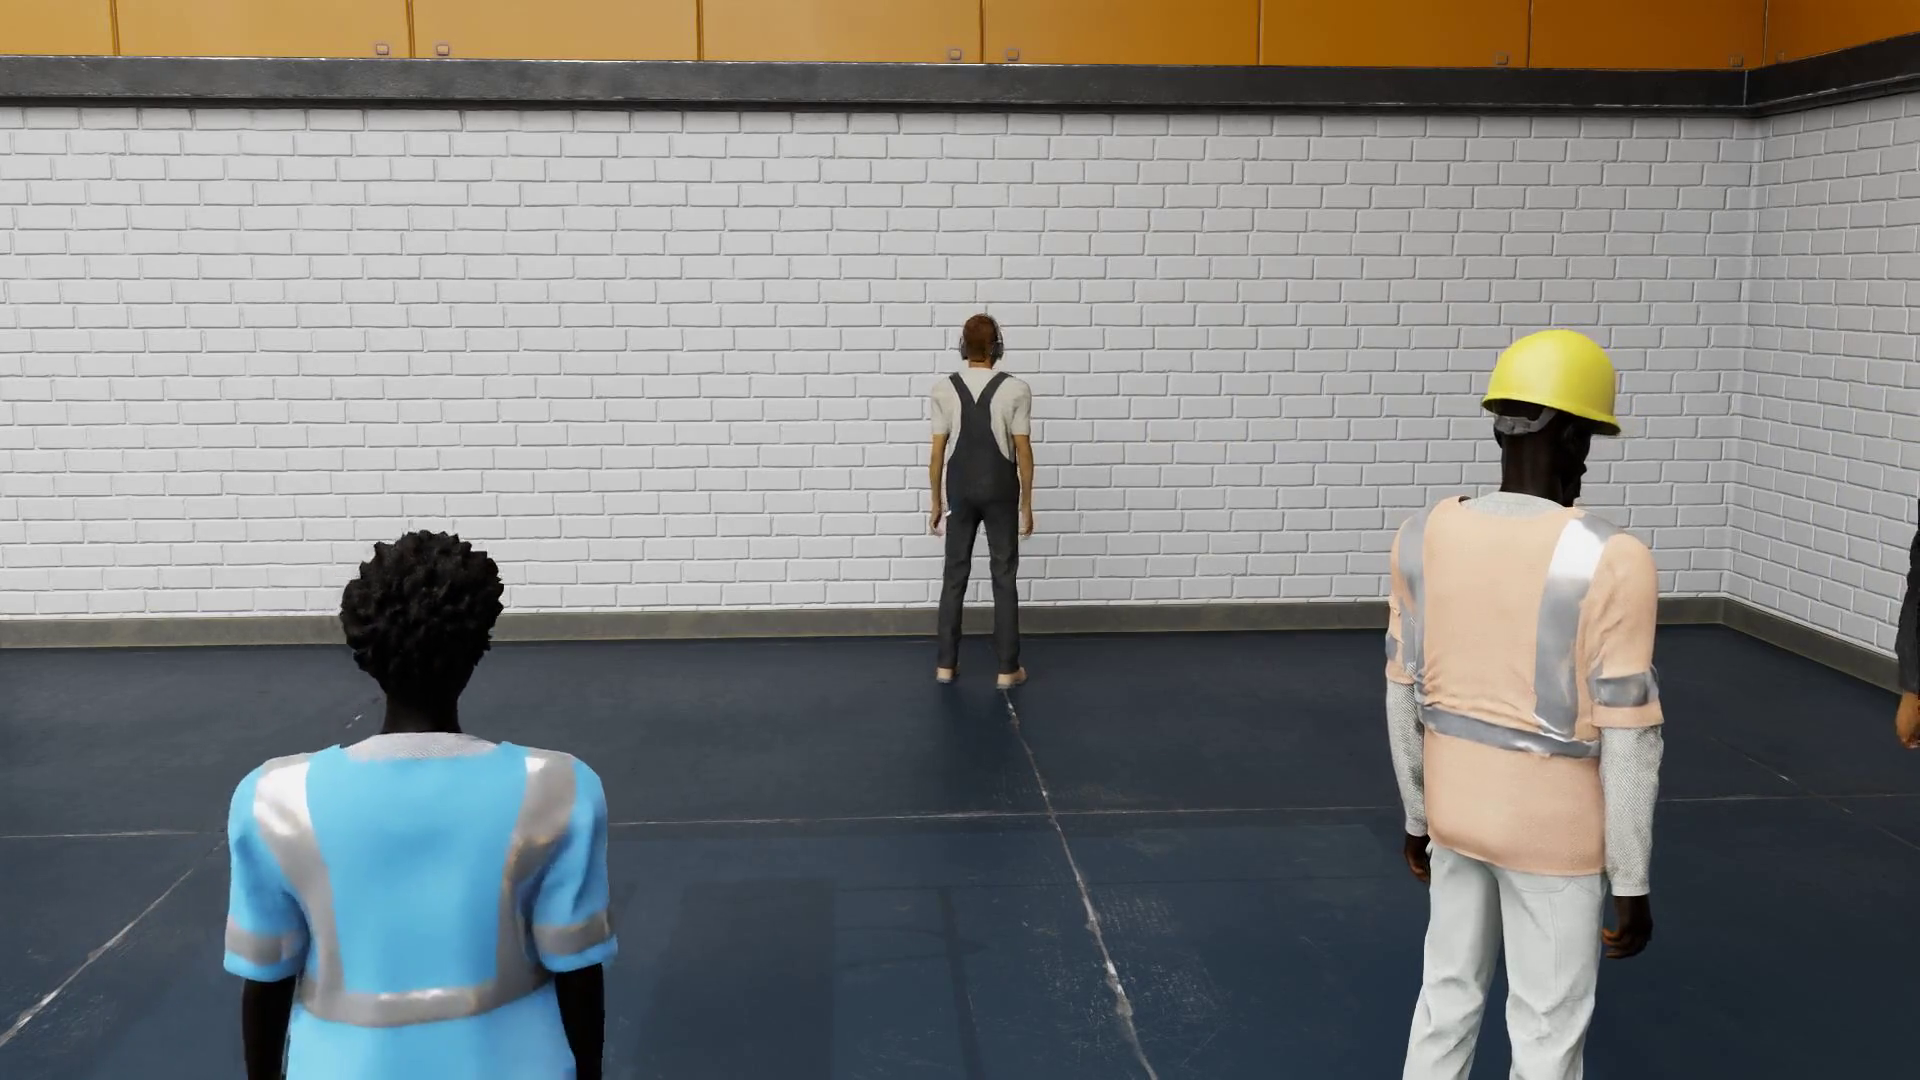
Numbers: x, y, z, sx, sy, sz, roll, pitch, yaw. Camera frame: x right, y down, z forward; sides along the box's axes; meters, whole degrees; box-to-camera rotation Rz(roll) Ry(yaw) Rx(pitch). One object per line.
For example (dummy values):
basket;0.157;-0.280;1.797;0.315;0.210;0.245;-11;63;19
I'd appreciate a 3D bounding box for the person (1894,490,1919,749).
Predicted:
person;2.661;0.400;4.105;0.623;1.962;0.490;5;10;29

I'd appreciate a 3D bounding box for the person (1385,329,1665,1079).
person;1.095;0.555;3.249;0.373;1.920;0.585;-7;11;-35

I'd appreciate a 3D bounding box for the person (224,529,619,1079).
person;-0.741;0.823;2.338;0.534;1.669;0.739;-2;9;-15

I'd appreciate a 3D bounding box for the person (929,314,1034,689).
person;0.099;-0.184;8.197;0.538;1.836;0.394;2;9;12
